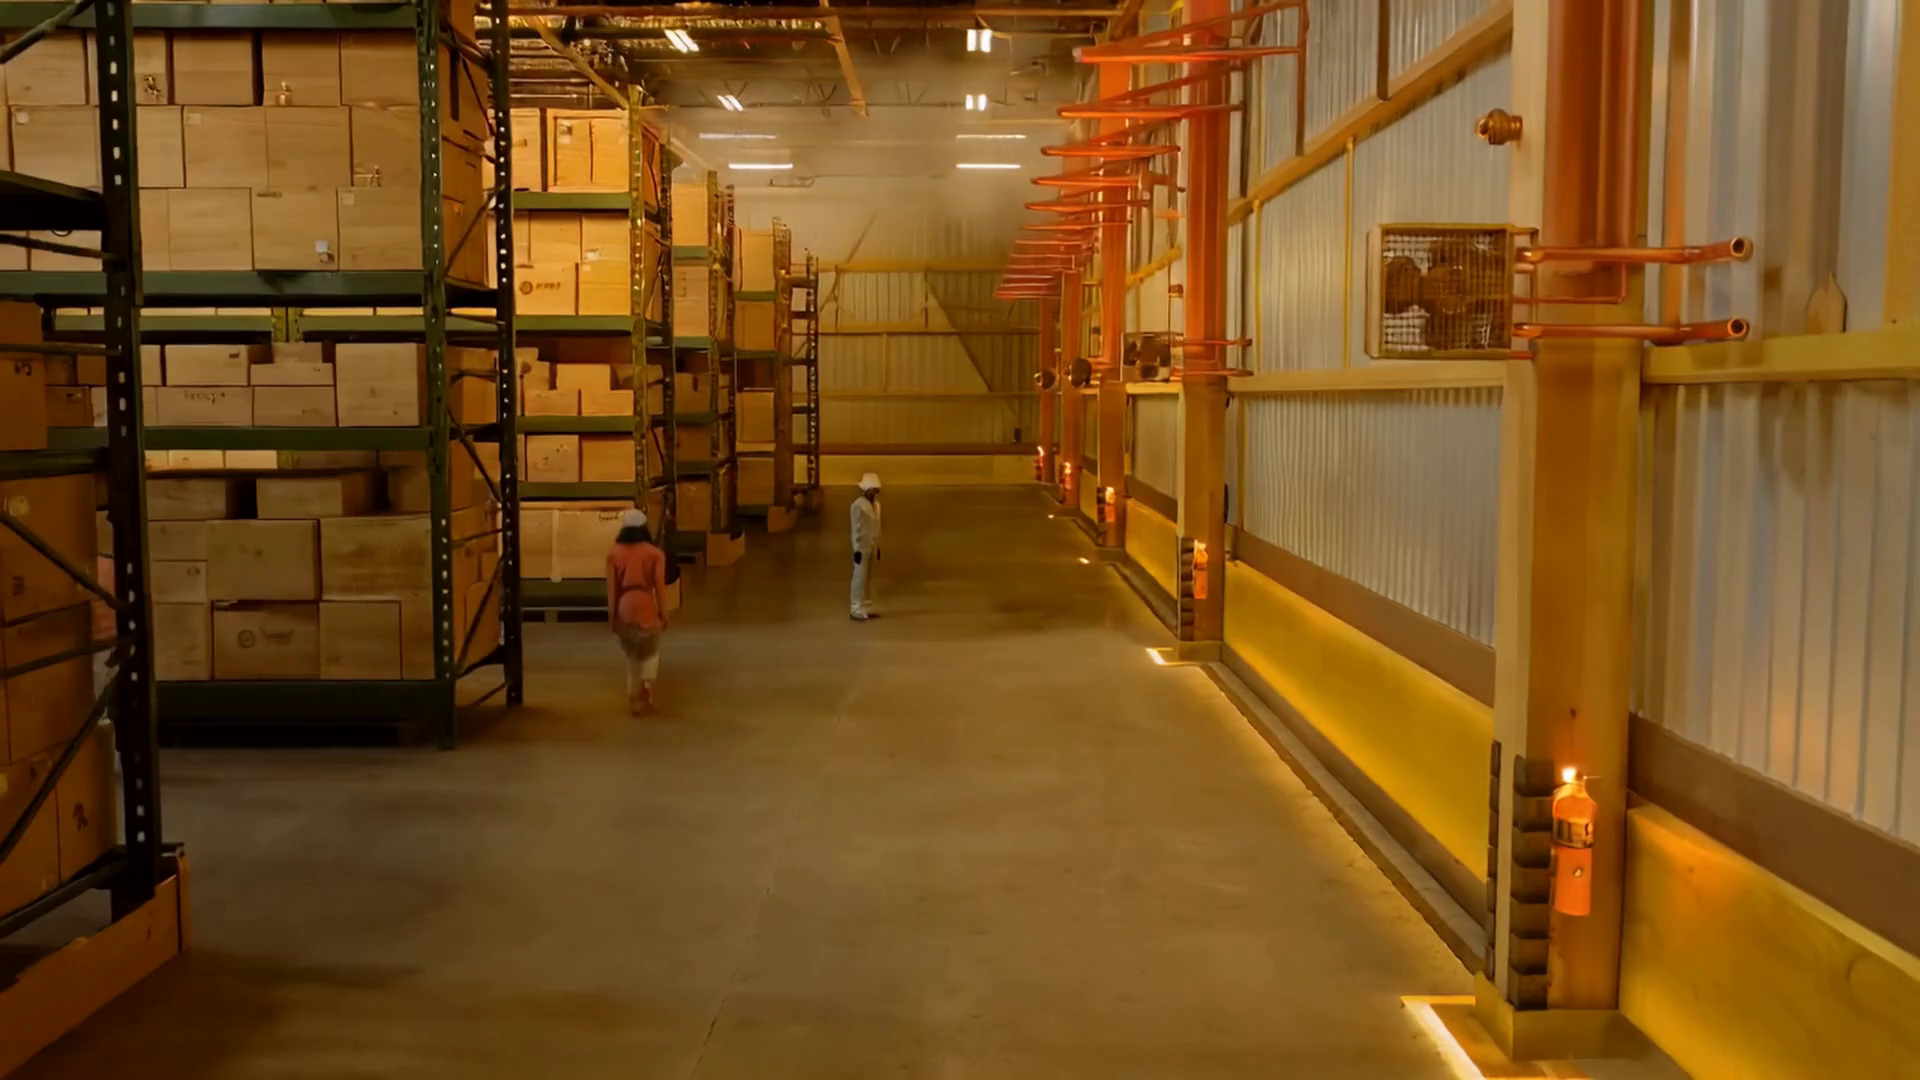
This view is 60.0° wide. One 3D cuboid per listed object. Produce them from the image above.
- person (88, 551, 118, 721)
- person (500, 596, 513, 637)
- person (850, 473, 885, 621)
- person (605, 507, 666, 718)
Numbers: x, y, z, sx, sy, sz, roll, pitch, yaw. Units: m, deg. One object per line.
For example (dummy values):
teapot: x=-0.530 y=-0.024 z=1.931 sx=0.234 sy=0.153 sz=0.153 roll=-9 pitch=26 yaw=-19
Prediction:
person: x=-5.927 y=0.758 z=11.136 sx=0.542 sy=1.825 sz=0.662 roll=-1 pitch=5 yaw=-6
person: x=-5.291 y=0.215 z=18.081 sx=0.925 sy=1.710 sz=0.548 roll=-1 pitch=5 yaw=-8
person: x=-1.067 y=0.081 z=19.535 sx=0.351 sy=1.742 sz=0.567 roll=3 pitch=6 yaw=30
person: x=-2.638 y=0.592 z=13.551 sx=0.493 sy=1.730 sz=0.405 roll=0 pitch=5 yaw=-4
